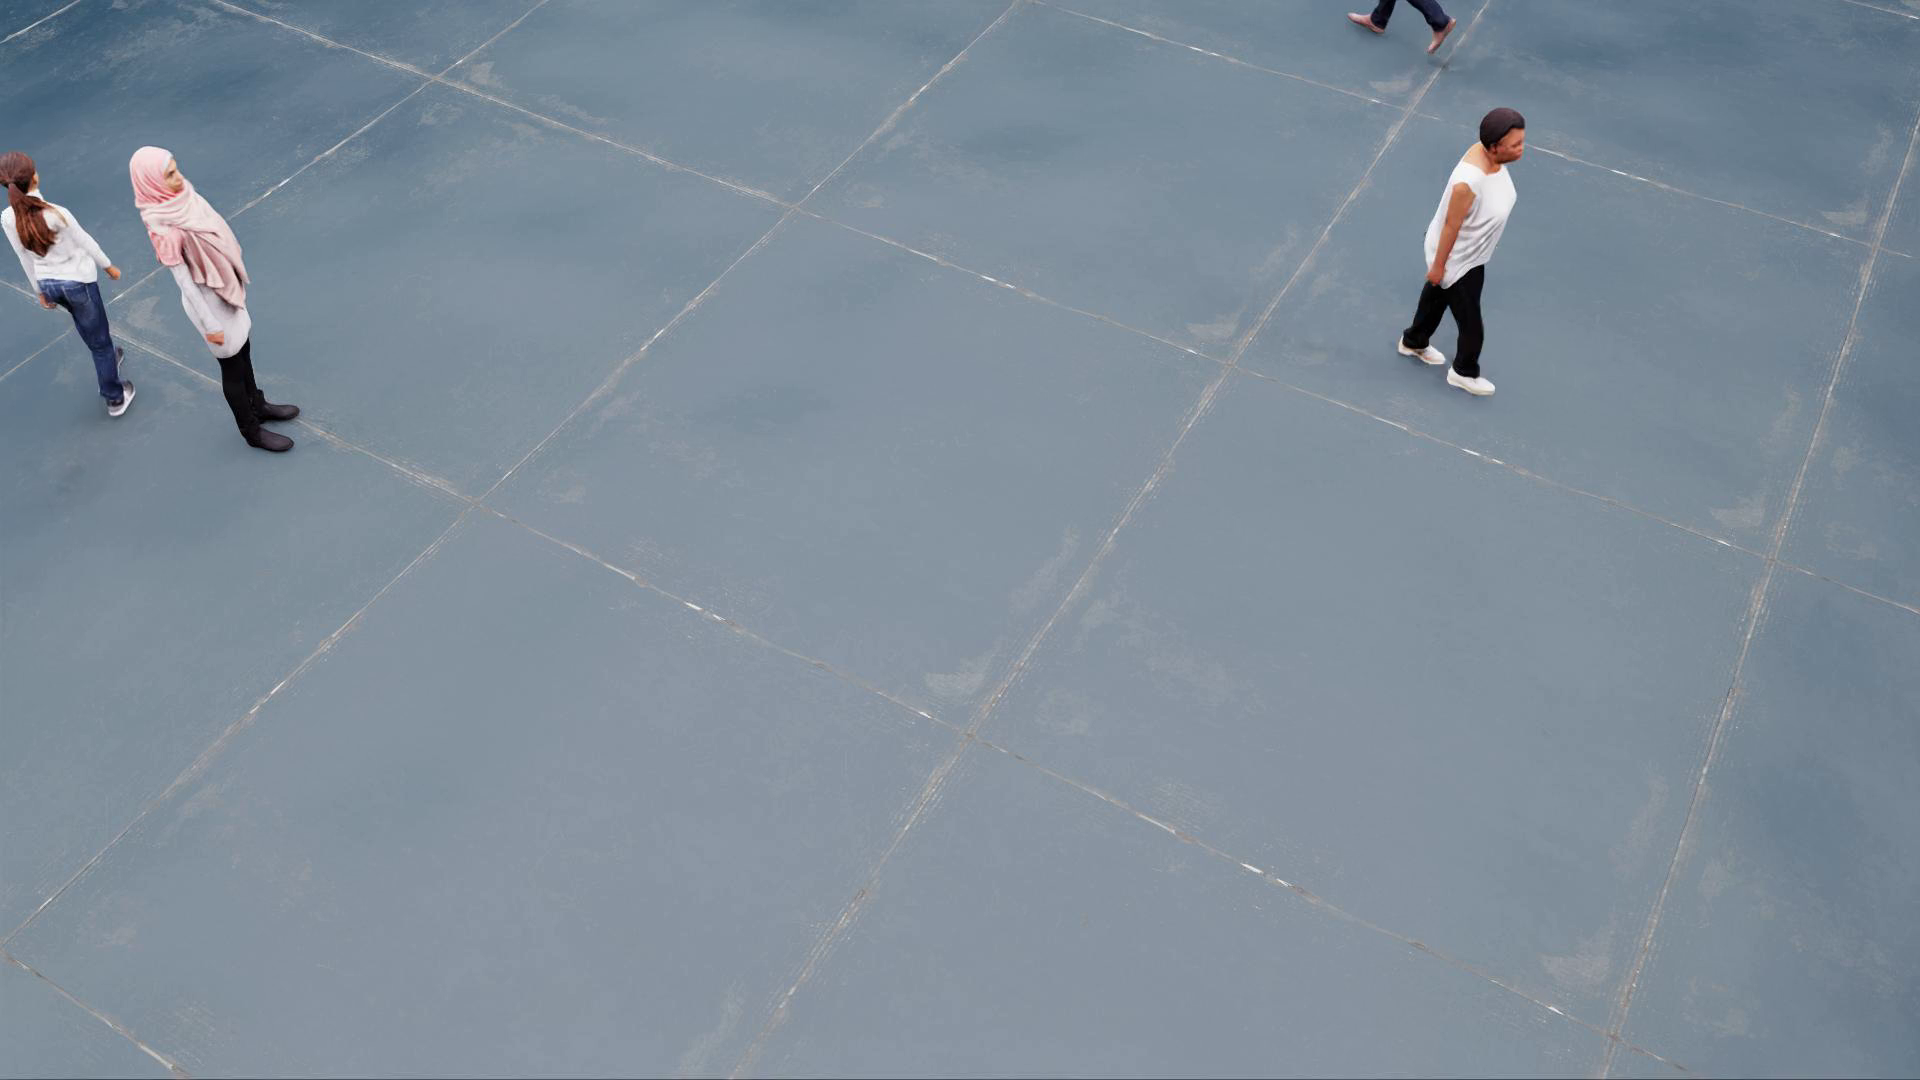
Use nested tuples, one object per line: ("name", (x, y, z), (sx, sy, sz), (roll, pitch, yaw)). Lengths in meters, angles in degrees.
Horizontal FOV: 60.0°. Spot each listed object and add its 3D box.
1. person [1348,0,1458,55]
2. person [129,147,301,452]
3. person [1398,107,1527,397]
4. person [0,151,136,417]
("person", (3.108, -4.146, 11.157), (1.068, 1.827, 0.741), (29, 53, 24))
("person", (-3.799, -1.215, 8.462), (0.776, 1.804, 0.738), (-4, 47, -4))
("person", (2.628, -1.580, 8.891), (0.815, 1.670, 0.672), (22, 51, 19))
("person", (-4.689, -1.274, 8.699), (0.772, 1.536, 0.766), (1, 47, 1))
